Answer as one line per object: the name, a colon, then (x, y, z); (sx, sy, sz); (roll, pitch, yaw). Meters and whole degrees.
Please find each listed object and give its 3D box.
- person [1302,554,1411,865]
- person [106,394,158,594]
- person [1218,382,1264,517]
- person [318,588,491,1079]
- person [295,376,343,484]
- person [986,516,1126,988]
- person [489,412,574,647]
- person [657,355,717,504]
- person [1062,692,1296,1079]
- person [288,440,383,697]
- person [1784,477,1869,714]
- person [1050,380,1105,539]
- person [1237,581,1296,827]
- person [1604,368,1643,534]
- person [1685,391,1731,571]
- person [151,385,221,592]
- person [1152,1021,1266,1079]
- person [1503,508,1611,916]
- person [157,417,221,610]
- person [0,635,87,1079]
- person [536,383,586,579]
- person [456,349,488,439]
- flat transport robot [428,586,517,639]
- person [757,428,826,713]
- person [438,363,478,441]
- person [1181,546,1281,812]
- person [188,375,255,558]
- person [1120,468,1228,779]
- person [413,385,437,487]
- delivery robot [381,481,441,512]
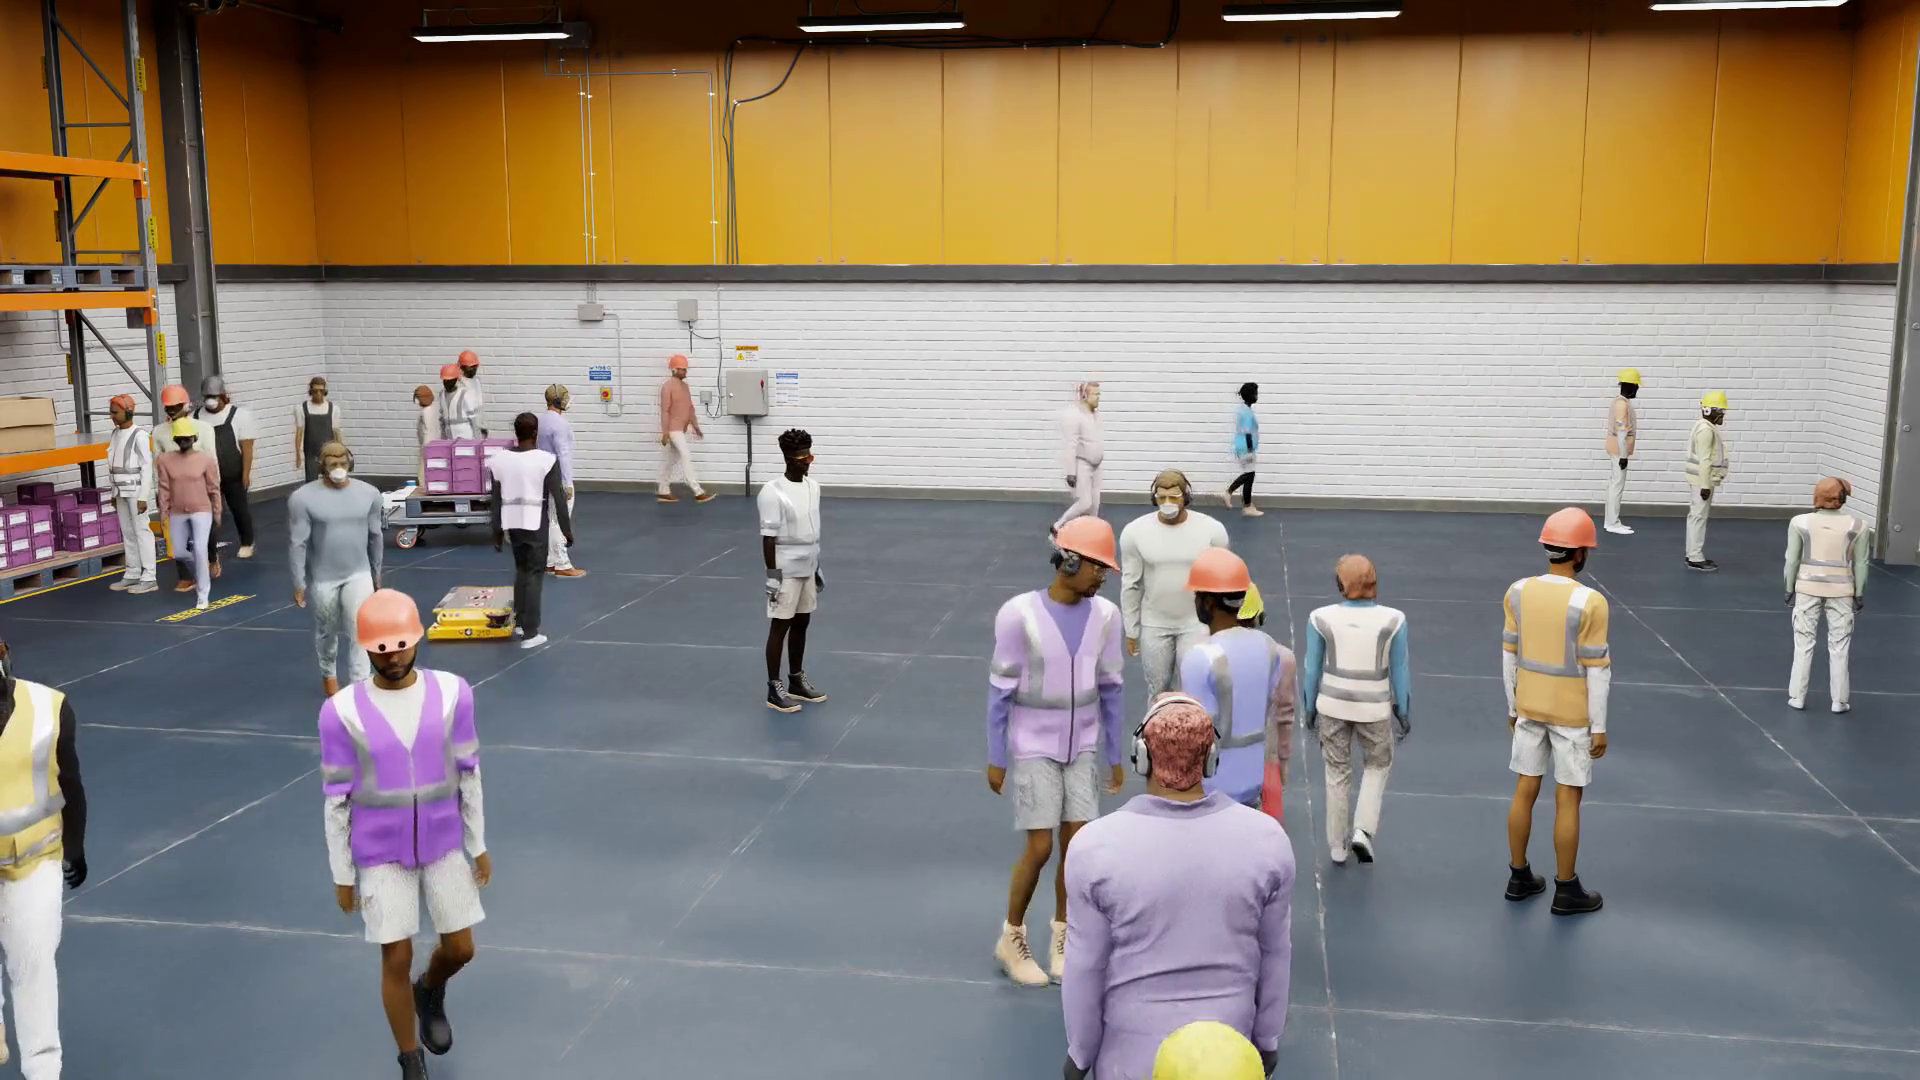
person: (2.014, 0.872, 8.448); (0.547, 1.619, 0.365); (3, 10, 18)
person: (-7.866, -0.436, 15.758); (0.575, 1.884, 0.355); (6, 11, 34)
person: (3.525, -1.123, 20.615); (0.480, 1.684, 0.551); (0, 9, 3)
person: (-2.015, 1.107, 6.055); (0.571, 1.925, 0.547); (-5, 11, -29)
person: (-7.518, -1.018, 19.532); (0.528, 1.828, 0.531); (-4, 10, -23)
person: (0.425, 0.904, 7.124); (0.656, 1.997, 0.435); (-4, 10, -26)
person: (-3.484, -0.090, 13.589); (0.613, 1.898, 0.633); (2, 9, 15)
person: (-3.587, -1.445, 21.793); (0.973, 1.945, 0.630); (2, 9, 13)
person: (0.581, 1.355, 4.580); (0.642, 1.909, 0.410); (-1, 9, -9)
person: (-4.340, 0.235, 11.587); (0.645, 1.899, 0.996); (-5, 11, -30)
person: (5.948, 0.381, 11.455); (0.514, 1.636, 0.315); (5, 11, 29)
person: (1.305, -0.769, 17.802); (0.516, 1.891, 0.656); (6, 11, 34)
person: (1.232, 0.993, 7.428); (0.521, 1.722, 0.862); (0, 9, -3)
person: (7.712, -1.039, 19.364); (0.366, 1.928, 0.585); (3, 10, 17)
person: (7.622, -0.607, 16.989); (0.404, 1.829, 0.591); (4, 10, 21)
person: (-7.377, -0.501, 15.880); (0.636, 1.974, 0.516); (0, 9, -2)
person: (0.400, 1.677, 3.126); (0.485, 1.731, 0.591); (-5, 11, -30)
person: (2.841, 0.808, 7.901); (0.366, 1.930, 0.542); (-7, 11, -37)
person: (-6.974, -0.266, 15.126); (0.525, 1.742, 0.618); (-1, 9, -8)
person: (-3.562, 1.169, 6.104); (0.650, 1.796, 0.970); (-5, 11, -30)
person: (-3.995, -0.583, 16.510); (0.351, 1.937, 0.637); (-6, 11, -33)
person: (-6.433, -1.499, 21.916); (0.410, 2.031, 0.634); (2, 9, 12)
flat transport robot: (-4.123, 0.602, 14.308); (0.652, 0.197, 1.431); (-1, 9, -8)
person: (-1.153, 0.197, 11.574); (0.365, 1.964, 0.610); (5, 11, 30)
person: (-6.422, -1.362, 21.509); (0.565, 1.898, 0.851); (5, 10, 28)
person: (1.044, 0.986, 6.777); (0.551, 1.934, 0.376); (-9, 13, -44)
person: (-7.677, -0.764, 17.310); (0.676, 2.000, 1.013); (-1, 9, -8)
person: (1.262, 0.512, 9.815); (0.641, 1.913, 0.477); (2, 9, 11)
person: (-6.739, -1.159, 21.054); (0.497, 1.612, 0.590); (-2, 9, -12)
delivery robot: (-6.505, -0.463, 19.746); (0.707, 0.478, 0.477); (-2, 9, -13)
